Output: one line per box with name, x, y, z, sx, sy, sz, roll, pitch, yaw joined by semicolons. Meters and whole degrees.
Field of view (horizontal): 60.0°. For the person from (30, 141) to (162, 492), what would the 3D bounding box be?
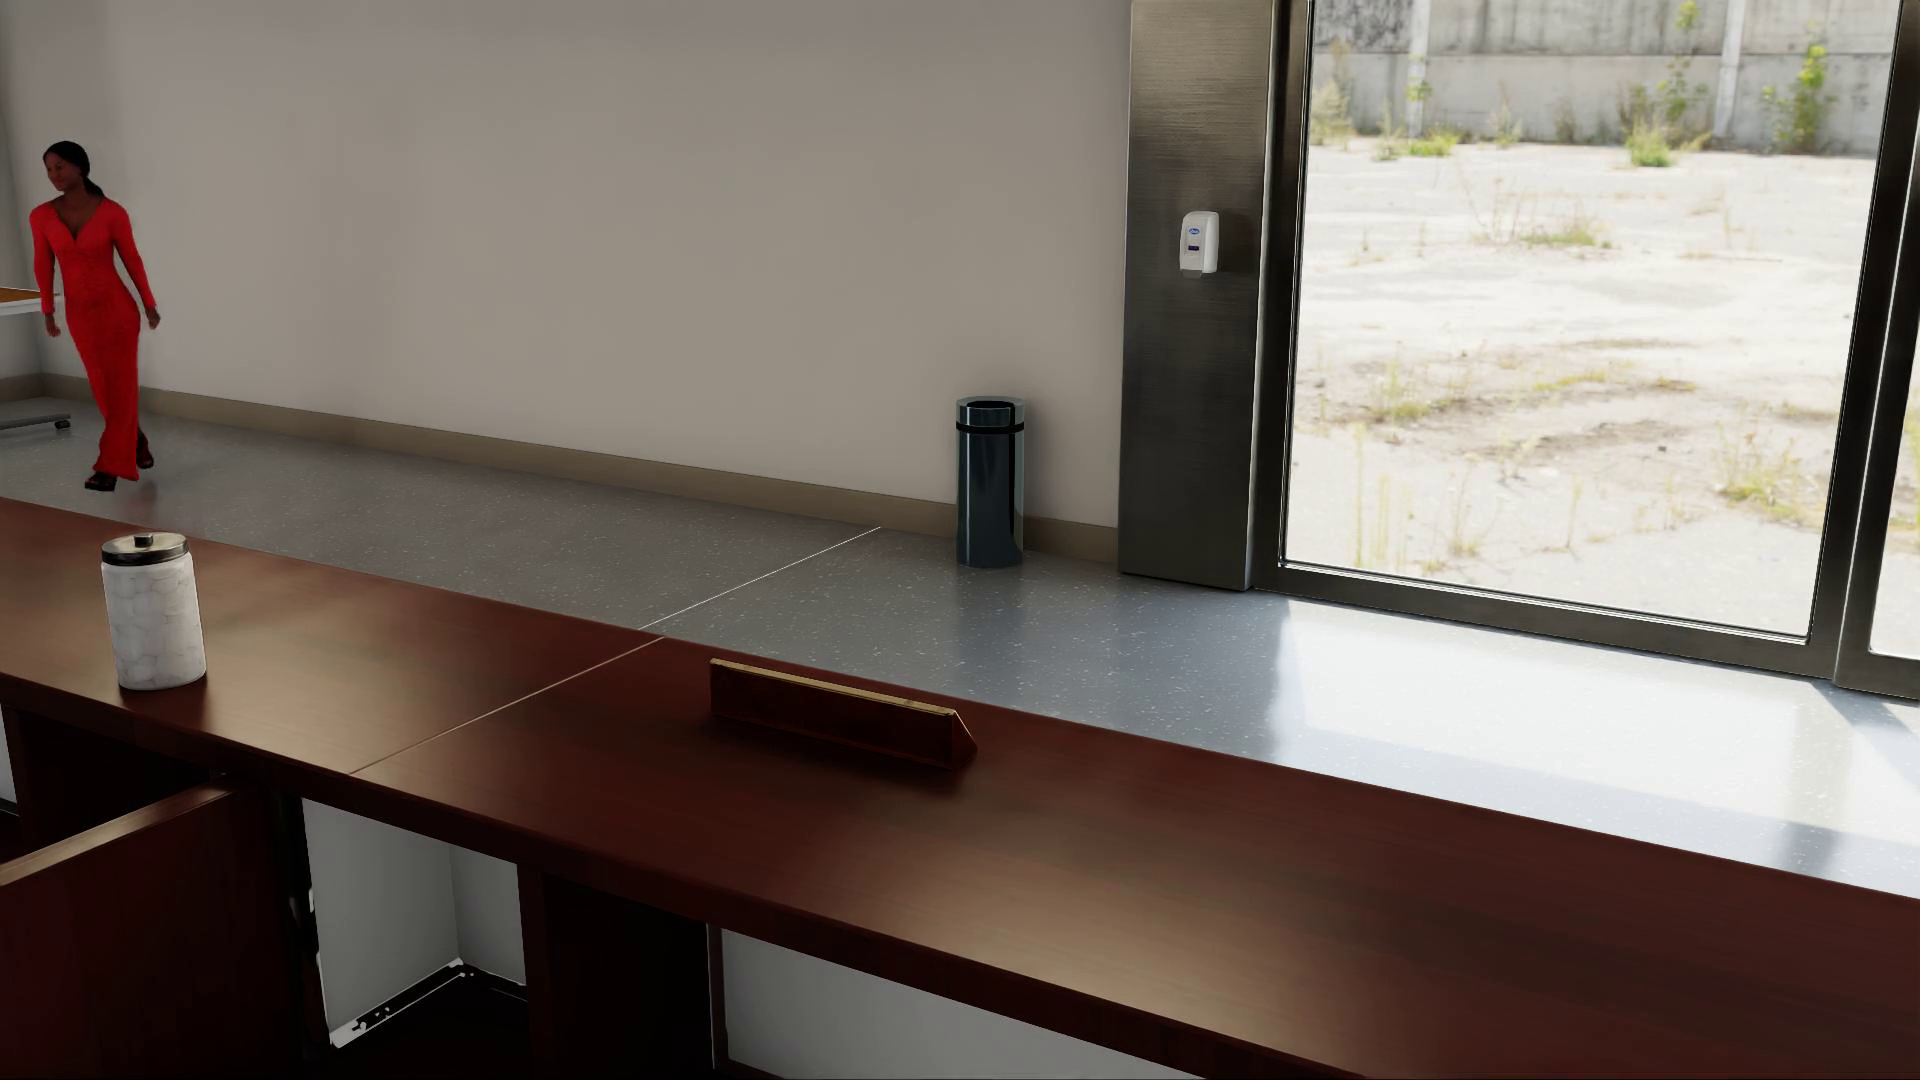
person;-4.354;-1.121;8.544;1.099;1.725;1.235;-3;16;-11
